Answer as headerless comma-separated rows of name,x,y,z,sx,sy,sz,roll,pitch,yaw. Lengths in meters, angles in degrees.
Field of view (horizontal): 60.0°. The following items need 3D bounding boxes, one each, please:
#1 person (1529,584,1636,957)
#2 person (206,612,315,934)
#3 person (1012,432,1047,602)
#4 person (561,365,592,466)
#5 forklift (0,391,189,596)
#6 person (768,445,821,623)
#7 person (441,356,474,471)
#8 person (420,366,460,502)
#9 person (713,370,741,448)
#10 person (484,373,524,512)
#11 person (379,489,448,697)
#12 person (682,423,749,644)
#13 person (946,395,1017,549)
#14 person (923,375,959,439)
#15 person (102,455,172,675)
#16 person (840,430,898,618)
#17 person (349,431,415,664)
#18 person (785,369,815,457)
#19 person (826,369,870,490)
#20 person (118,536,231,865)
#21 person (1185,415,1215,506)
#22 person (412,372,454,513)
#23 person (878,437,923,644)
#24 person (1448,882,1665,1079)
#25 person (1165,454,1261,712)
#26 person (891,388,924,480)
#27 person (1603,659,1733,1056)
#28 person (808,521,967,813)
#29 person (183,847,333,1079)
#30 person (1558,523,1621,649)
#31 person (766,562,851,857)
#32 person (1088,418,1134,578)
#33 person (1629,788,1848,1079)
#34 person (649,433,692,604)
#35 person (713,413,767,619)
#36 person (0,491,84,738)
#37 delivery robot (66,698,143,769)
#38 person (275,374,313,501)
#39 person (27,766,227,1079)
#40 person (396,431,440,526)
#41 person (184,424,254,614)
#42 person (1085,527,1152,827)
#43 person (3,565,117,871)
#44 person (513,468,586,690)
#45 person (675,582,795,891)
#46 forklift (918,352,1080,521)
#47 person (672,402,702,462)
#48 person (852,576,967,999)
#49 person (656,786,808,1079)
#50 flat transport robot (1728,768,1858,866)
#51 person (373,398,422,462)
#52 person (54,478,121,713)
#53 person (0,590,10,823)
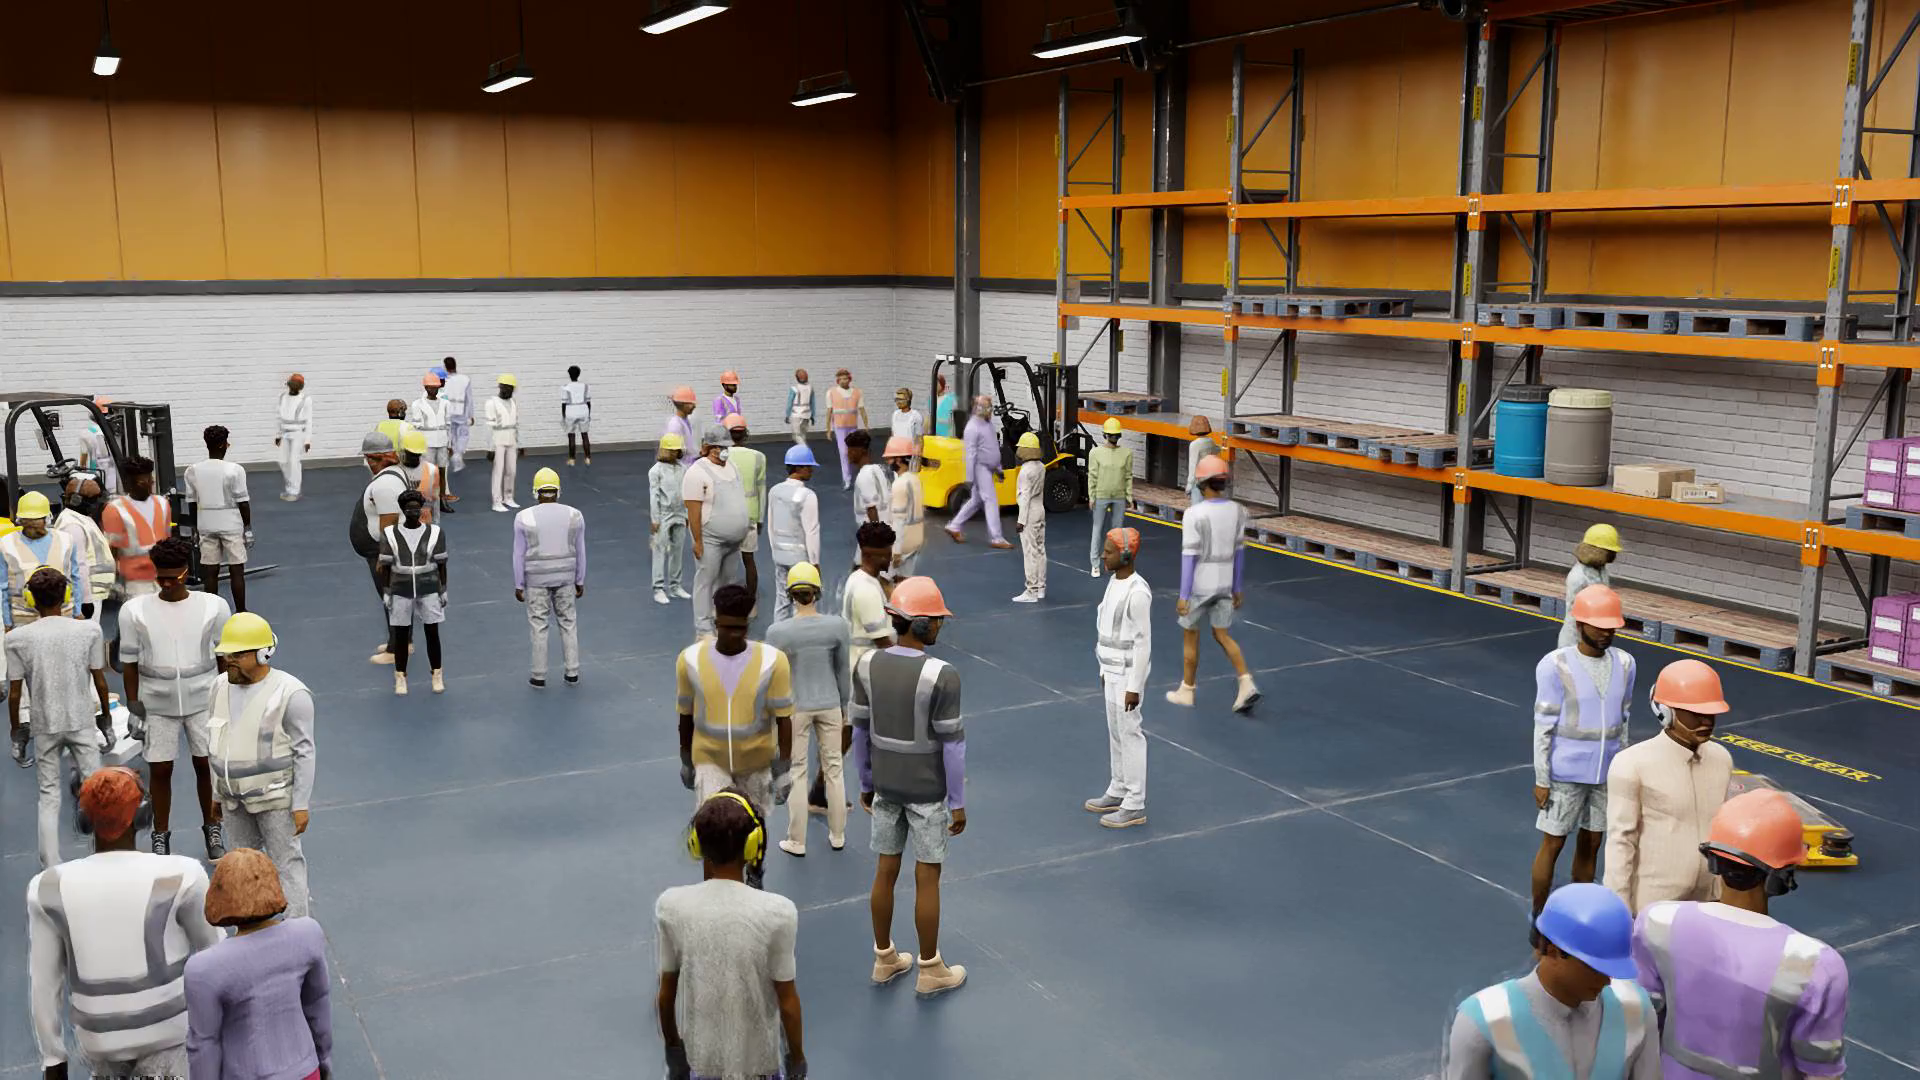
person,3.168,1.170,8.423,0.549,1.936,0.377,-2,10,-14
person,-3.476,1.255,8.232,0.589,1.834,0.403,3,10,17
person,0.709,-0.234,17.064,0.299,1.745,0.483,5,11,25
person,-6.409,-2.076,27.811,0.540,1.696,0.317,-6,11,-30
forklift,-9.026,-0.363,16.508,1.214,2.155,2.313,6,11,29
person,-1.398,0.155,14.247,0.403,1.943,0.606,-9,13,-42
person,-8.221,-2.038,27.051,0.599,1.889,0.488,-1,10,-4
person,-7.471,-1.511,23.828,0.609,1.946,0.405,8,13,40
person,-3.195,-1.394,23.186,0.361,1.938,0.545,4,11,22
person,-6.336,-1.363,23.088,0.419,1.929,0.653,5,11,28
person,-4.405,0.421,13.453,0.535,1.694,0.320,-3,10,-18
person,-2.178,-0.059,15.201,0.535,2.000,0.684,6,11,30
person,0.236,-0.837,20.173,0.929,1.875,0.637,3,10,17
person,-0.354,-1.452,23.878,0.887,1.803,0.604,-8,13,-40
person,-6.750,0.256,13.645,0.586,1.946,0.638,4,11,23
person,-0.820,-0.094,15.851,0.852,1.903,0.633,2,10,12
person,-5.048,0.055,14.547,0.536,2.000,0.688,-1,10,-8
person,-2.660,-2.059,27.922,0.527,1.615,0.678,-10,14,-44
person,-1.699,-1.677,25.175,0.626,1.813,0.623,-4,11,-21
person,-4.519,0.947,9.647,0.603,1.958,0.391,-5,11,-26
person,2.874,-0.682,19.961,0.281,1.634,0.498,7,12,36
person,-7.180,-1.315,22.715,0.545,1.943,0.347,-9,13,-43
person,-0.537,0.024,15.062,0.402,1.922,0.564,3,10,17
person,1.684,1.862,4.612,0.592,1.879,0.991,-2,10,-14
person,1.962,0.348,12.932,0.634,2.036,0.709,-7,12,-34
person,-0.700,-1.042,21.422,0.514,1.844,0.328,7,12,36
person,2.836,1.447,6.661,0.609,1.996,0.383,-4,11,-22
person,-0.505,0.819,10.589,1.060,1.886,0.604,0,10,-1
person,-2.319,1.826,5.573,0.326,1.620,0.510,6,12,32
person,4.358,0.727,11.591,0.498,1.727,0.401,-9,13,-42
person,-0.902,1.004,9.891,0.523,1.762,0.329,-4,11,-22
person,1.665,-0.467,18.338,0.524,1.769,0.314,-2,10,-13
person,2.272,1.726,4.916,0.393,2.044,0.609,-9,14,-43
person,-2.955,-0.230,17.046,0.320,1.742,0.492,8,13,38
person,-2.174,-0.223,16.203,0.612,2.030,0.407,-6,11,-31
person,-6.818,0.541,12.359,0.404,1.829,0.591,10,14,44
delivery robot,-5.750,1.318,11.278,0.477,0.478,0.707,-1,10,-4
person,-9.598,-1.475,23.951,0.677,1.842,0.380,4,11,22
person,-2.826,1.668,5.795,0.594,1.848,0.779,-1,10,-5
person,-5.380,-0.152,16.262,0.618,1.871,0.988,-7,12,-36
person,-6.972,-0.112,15.721,0.602,1.966,0.368,1,10,4
person,1.014,0.849,10.428,0.347,1.882,0.584,-2,10,-12
person,-5.008,1.061,9.288,0.521,1.860,0.319,-5,11,-27
person,-3.374,0.317,13.690,0.595,1.821,0.403,-5,11,-29
person,-1.171,1.142,8.659,0.620,1.904,0.987,-1,10,-3
forklift,0.460,-1.461,22.833,2.313,2.155,1.214,-5,11,-28
person,-3.684,-1.179,22.526,0.379,1.737,0.587,2,10,9
person,-0.223,1.183,8.053,0.614,2.039,0.387,6,12,33
person,-0.741,1.728,5.443,0.549,1.857,0.473,3,10,16
flat transport robot,4.852,1.679,10.284,0.652,0.197,1.431,0,10,-1
person,-6.672,-0.769,19.867,0.627,1.844,0.429,4,10,20
person,-6.816,0.429,12.991,0.430,1.837,0.621,-4,11,-24
person,-6.246,0.866,10.274,0.652,1.902,0.402,-4,11,-24
